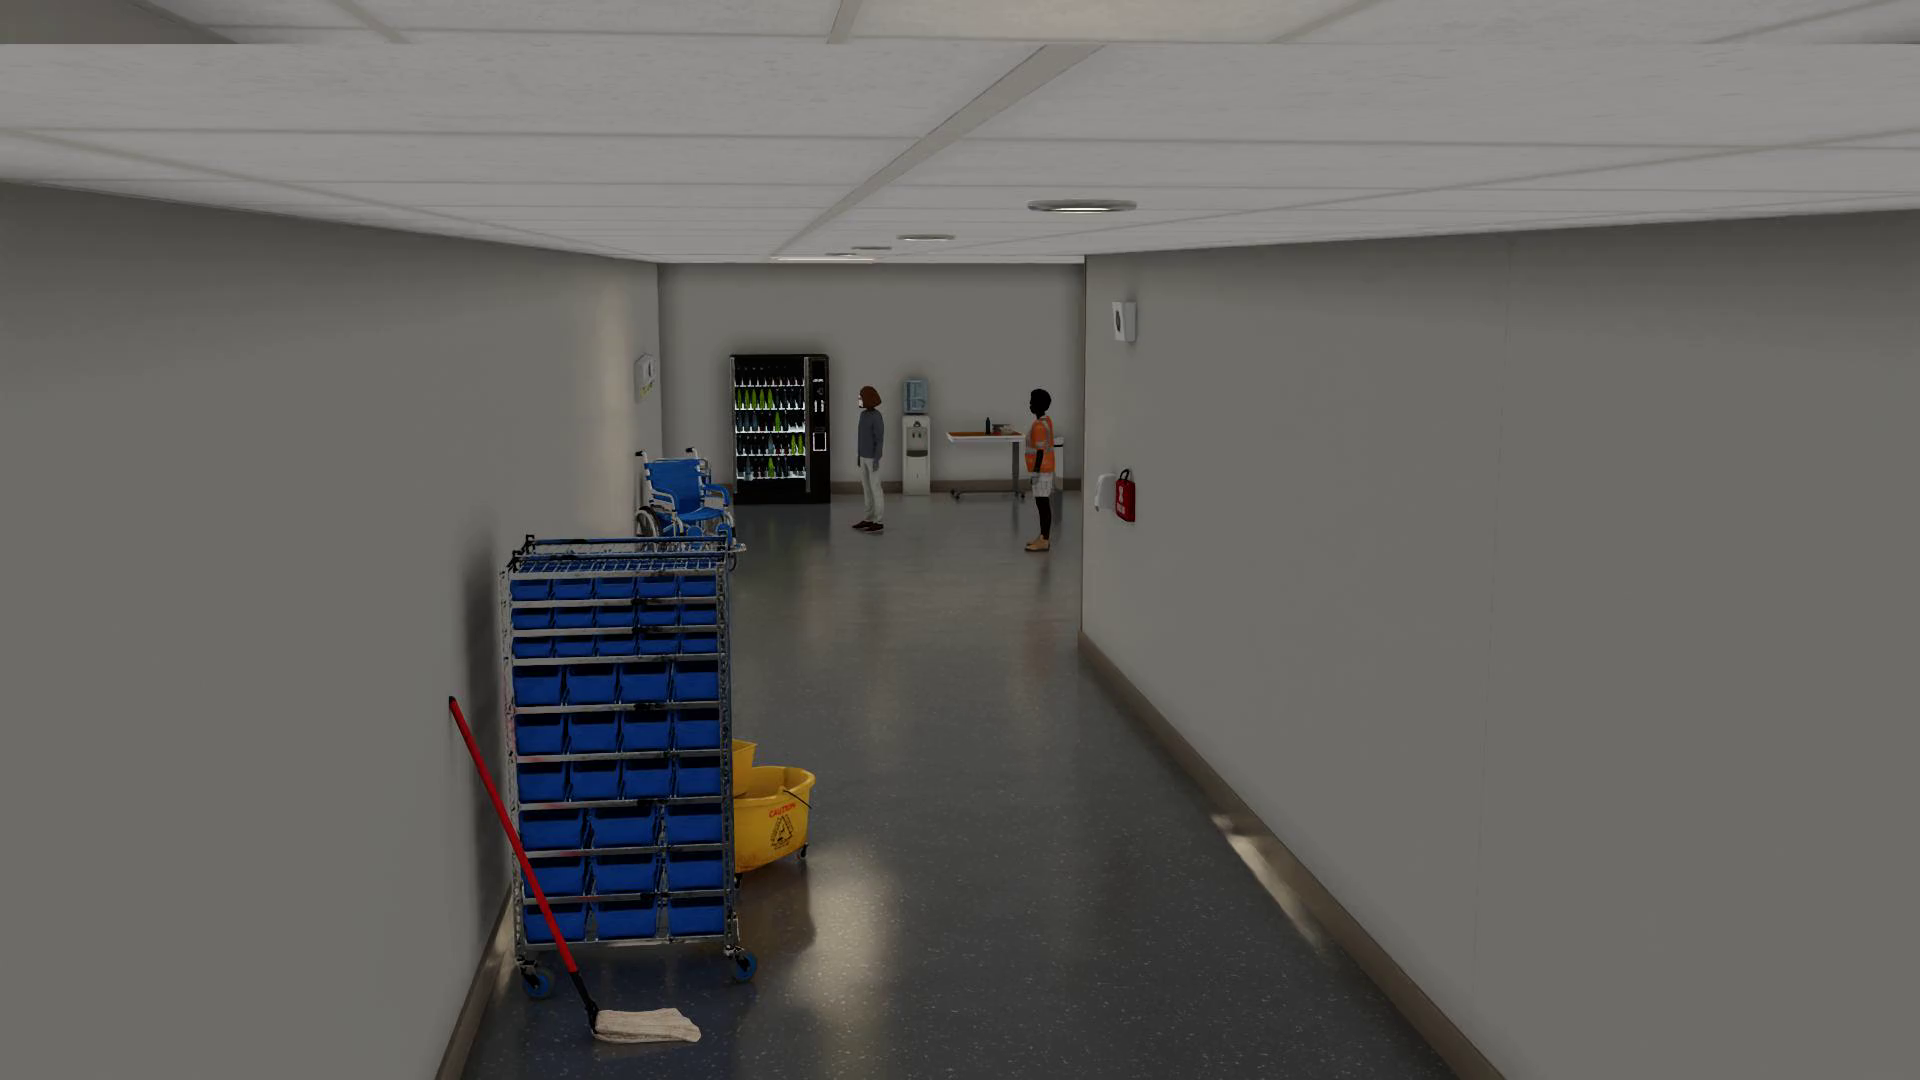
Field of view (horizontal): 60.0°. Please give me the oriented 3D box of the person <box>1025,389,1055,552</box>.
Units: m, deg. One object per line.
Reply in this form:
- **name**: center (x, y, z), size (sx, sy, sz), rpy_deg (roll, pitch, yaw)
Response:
- **person**: center (0.832, -0.728, 17.335), size (0.318, 1.697, 0.535), rpy_deg (1, 9, 8)

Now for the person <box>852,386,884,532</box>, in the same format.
- **person**: center (-1.019, -0.911, 18.674), size (0.285, 1.633, 0.497), rpy_deg (-5, 10, -29)
